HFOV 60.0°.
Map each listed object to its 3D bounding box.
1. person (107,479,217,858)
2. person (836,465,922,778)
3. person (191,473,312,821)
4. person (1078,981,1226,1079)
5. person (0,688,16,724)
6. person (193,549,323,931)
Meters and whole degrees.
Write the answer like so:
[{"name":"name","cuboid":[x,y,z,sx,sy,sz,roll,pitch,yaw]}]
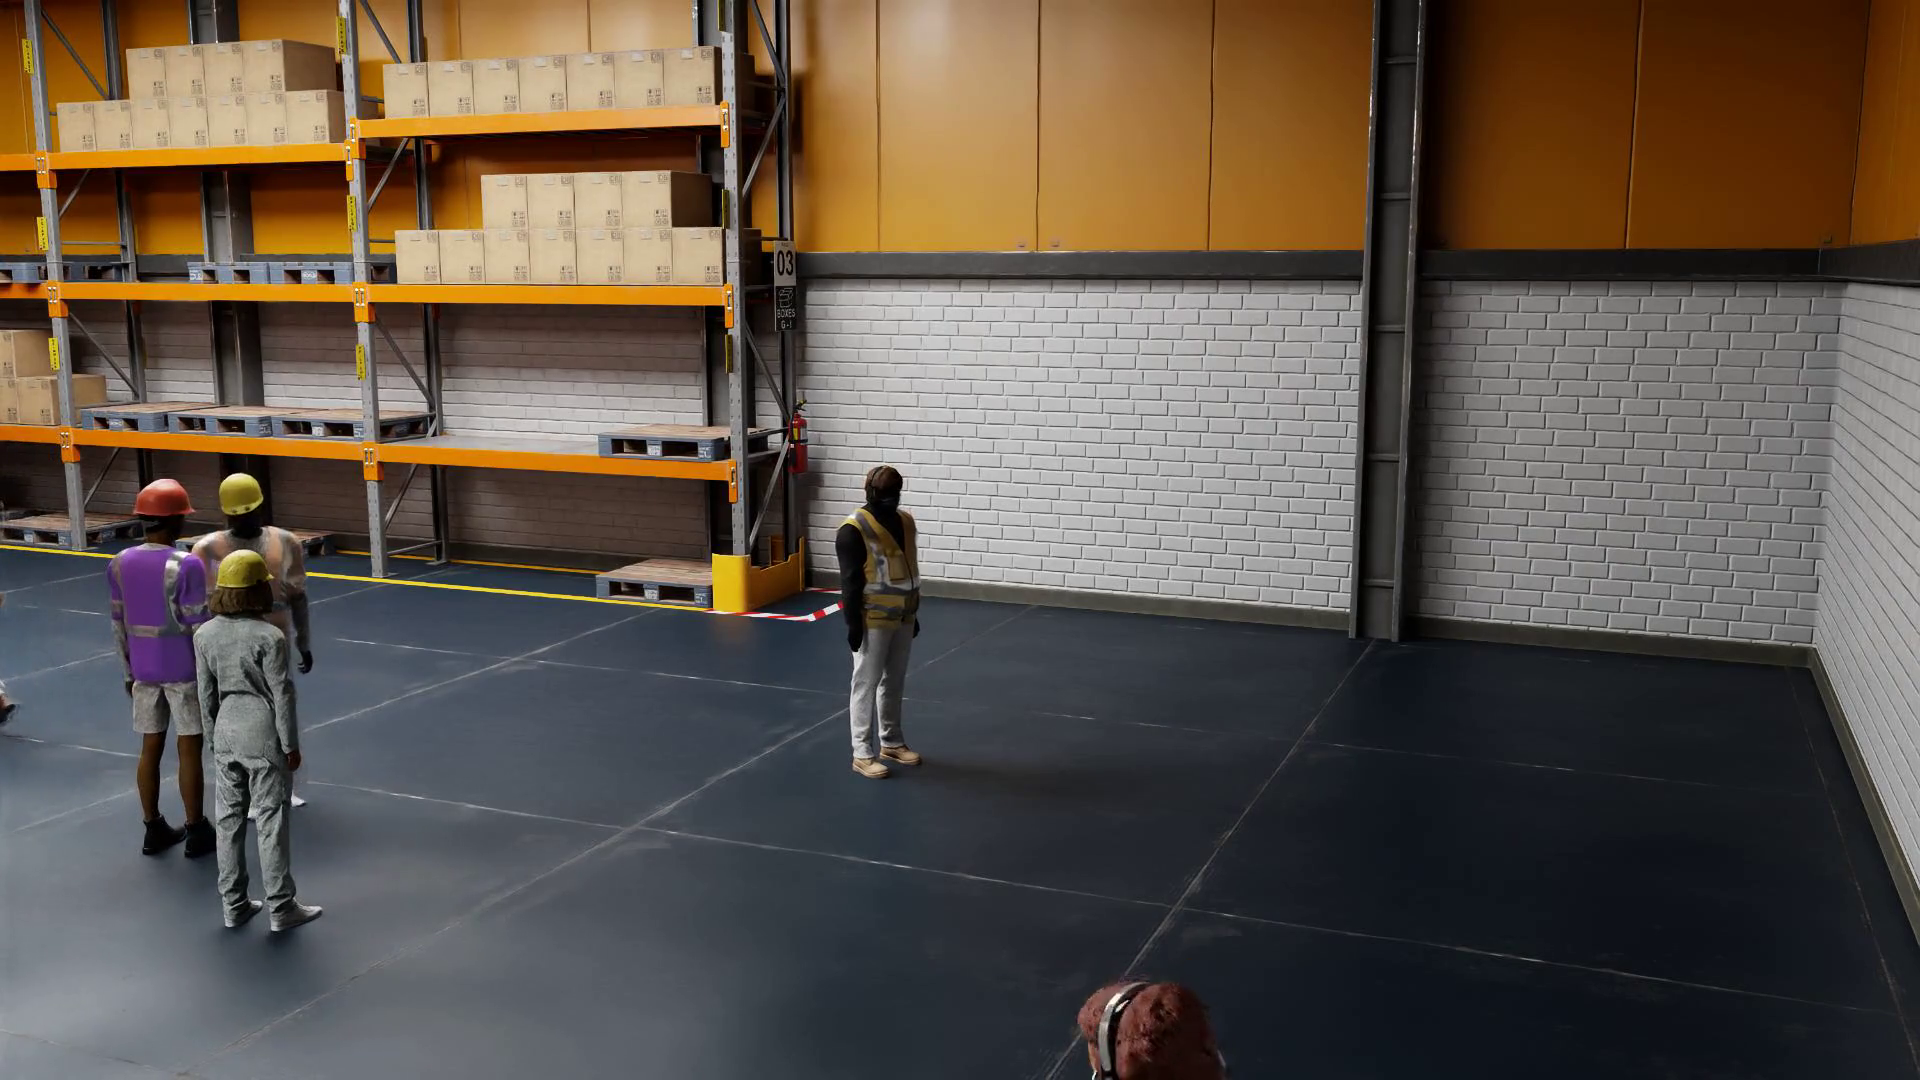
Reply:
[{"name":"person","cuboid":[-4.025,0.652,8.504,0.552,1.935,0.374,2,10,14]},{"name":"person","cuboid":[-0.448,0.472,9.888,0.429,1.840,0.636,7,12,36]},{"name":"person","cuboid":[-3.851,0.576,9.087,0.604,1.910,0.420,-7,12,-36]},{"name":"person","cuboid":[0.421,1.639,2.748,0.702,1.880,0.399,2,10,15]},{"name":"person","cuboid":[-6.385,0.343,10.449,0.465,1.920,0.630,2,10,10]},{"name":"person","cuboid":[-3.204,0.905,7.554,0.484,1.744,0.296,3,10,16]}]
